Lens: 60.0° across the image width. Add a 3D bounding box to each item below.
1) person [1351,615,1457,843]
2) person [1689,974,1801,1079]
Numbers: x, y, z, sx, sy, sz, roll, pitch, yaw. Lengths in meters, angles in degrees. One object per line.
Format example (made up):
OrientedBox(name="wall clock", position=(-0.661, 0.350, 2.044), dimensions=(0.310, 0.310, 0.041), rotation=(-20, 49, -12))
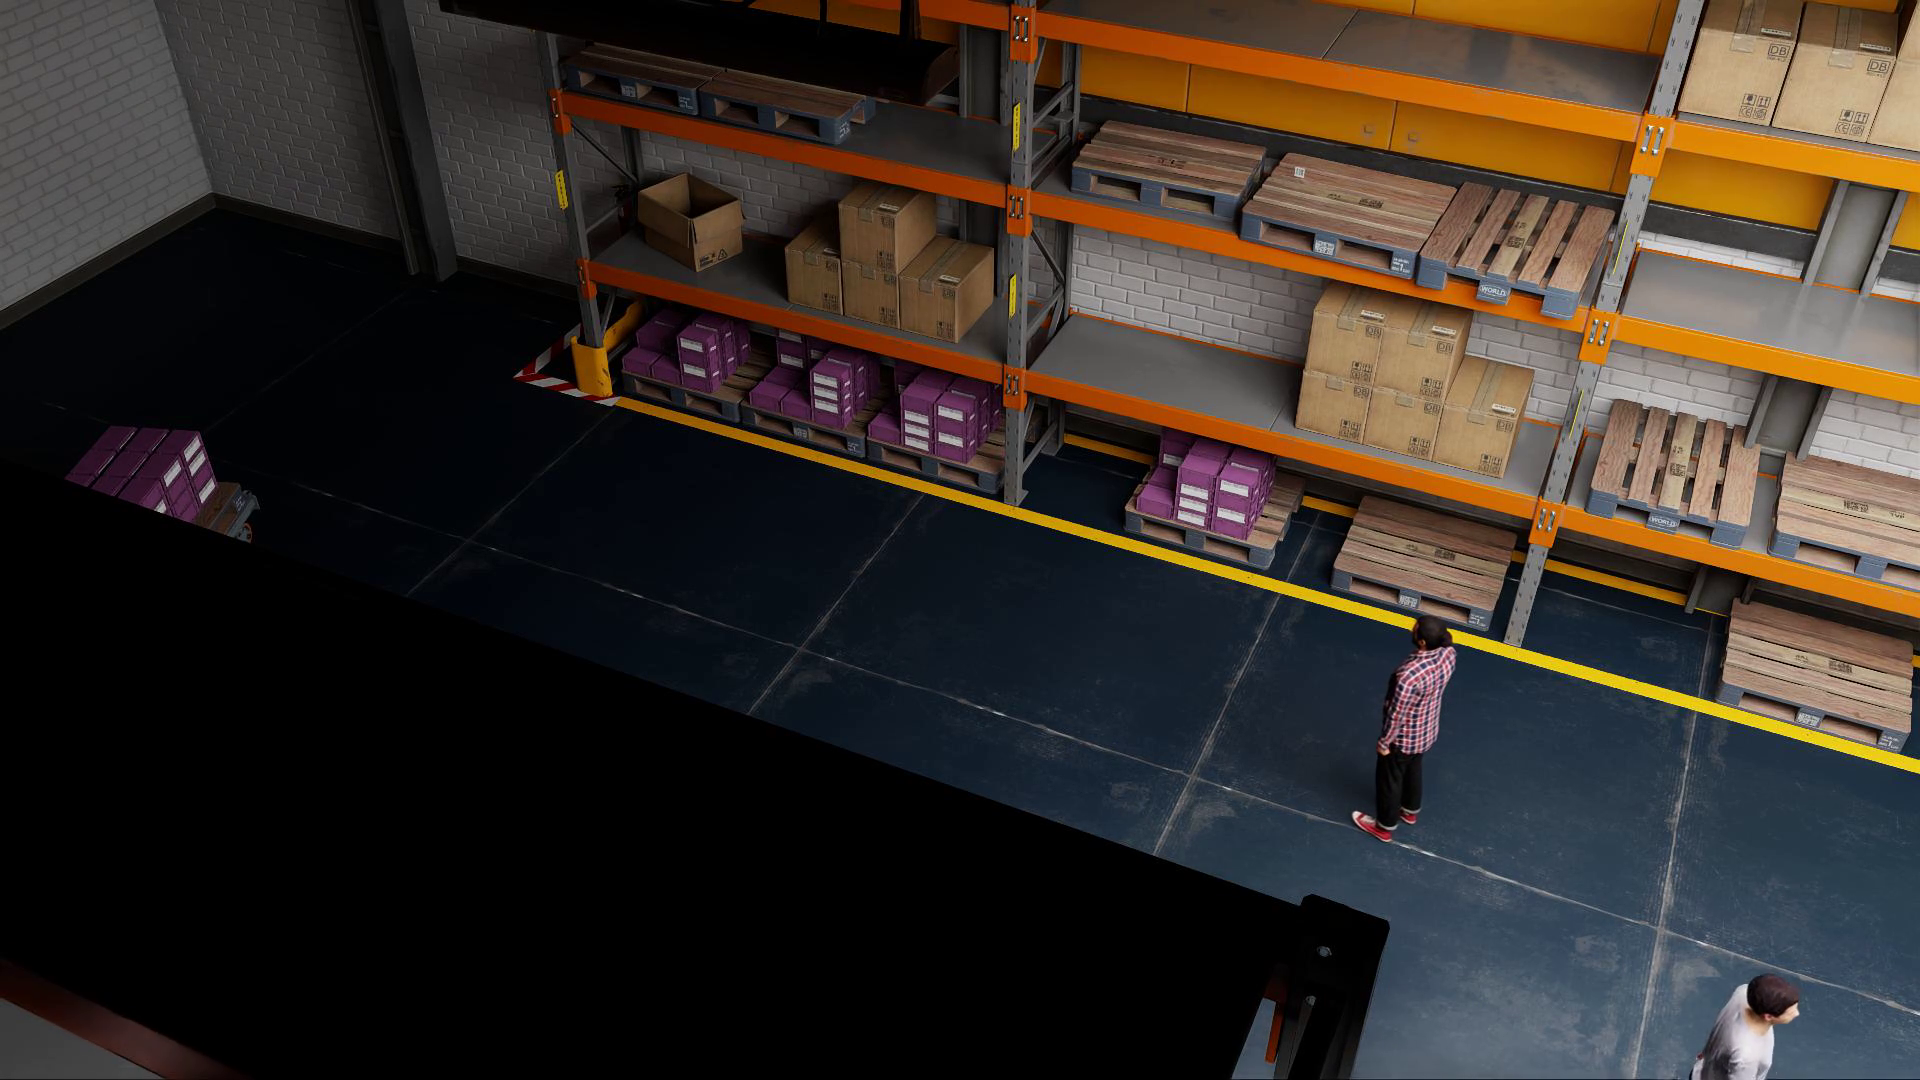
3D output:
OrientedBox(name="person", position=(2.772, 1.157, 10.267), dimensions=(0.750, 1.758, 0.714), rotation=(-32, 48, -33))
OrientedBox(name="person", position=(3.651, 2.734, 8.244), dimensions=(1.180, 1.818, 0.734), rotation=(18, 42, 22))
